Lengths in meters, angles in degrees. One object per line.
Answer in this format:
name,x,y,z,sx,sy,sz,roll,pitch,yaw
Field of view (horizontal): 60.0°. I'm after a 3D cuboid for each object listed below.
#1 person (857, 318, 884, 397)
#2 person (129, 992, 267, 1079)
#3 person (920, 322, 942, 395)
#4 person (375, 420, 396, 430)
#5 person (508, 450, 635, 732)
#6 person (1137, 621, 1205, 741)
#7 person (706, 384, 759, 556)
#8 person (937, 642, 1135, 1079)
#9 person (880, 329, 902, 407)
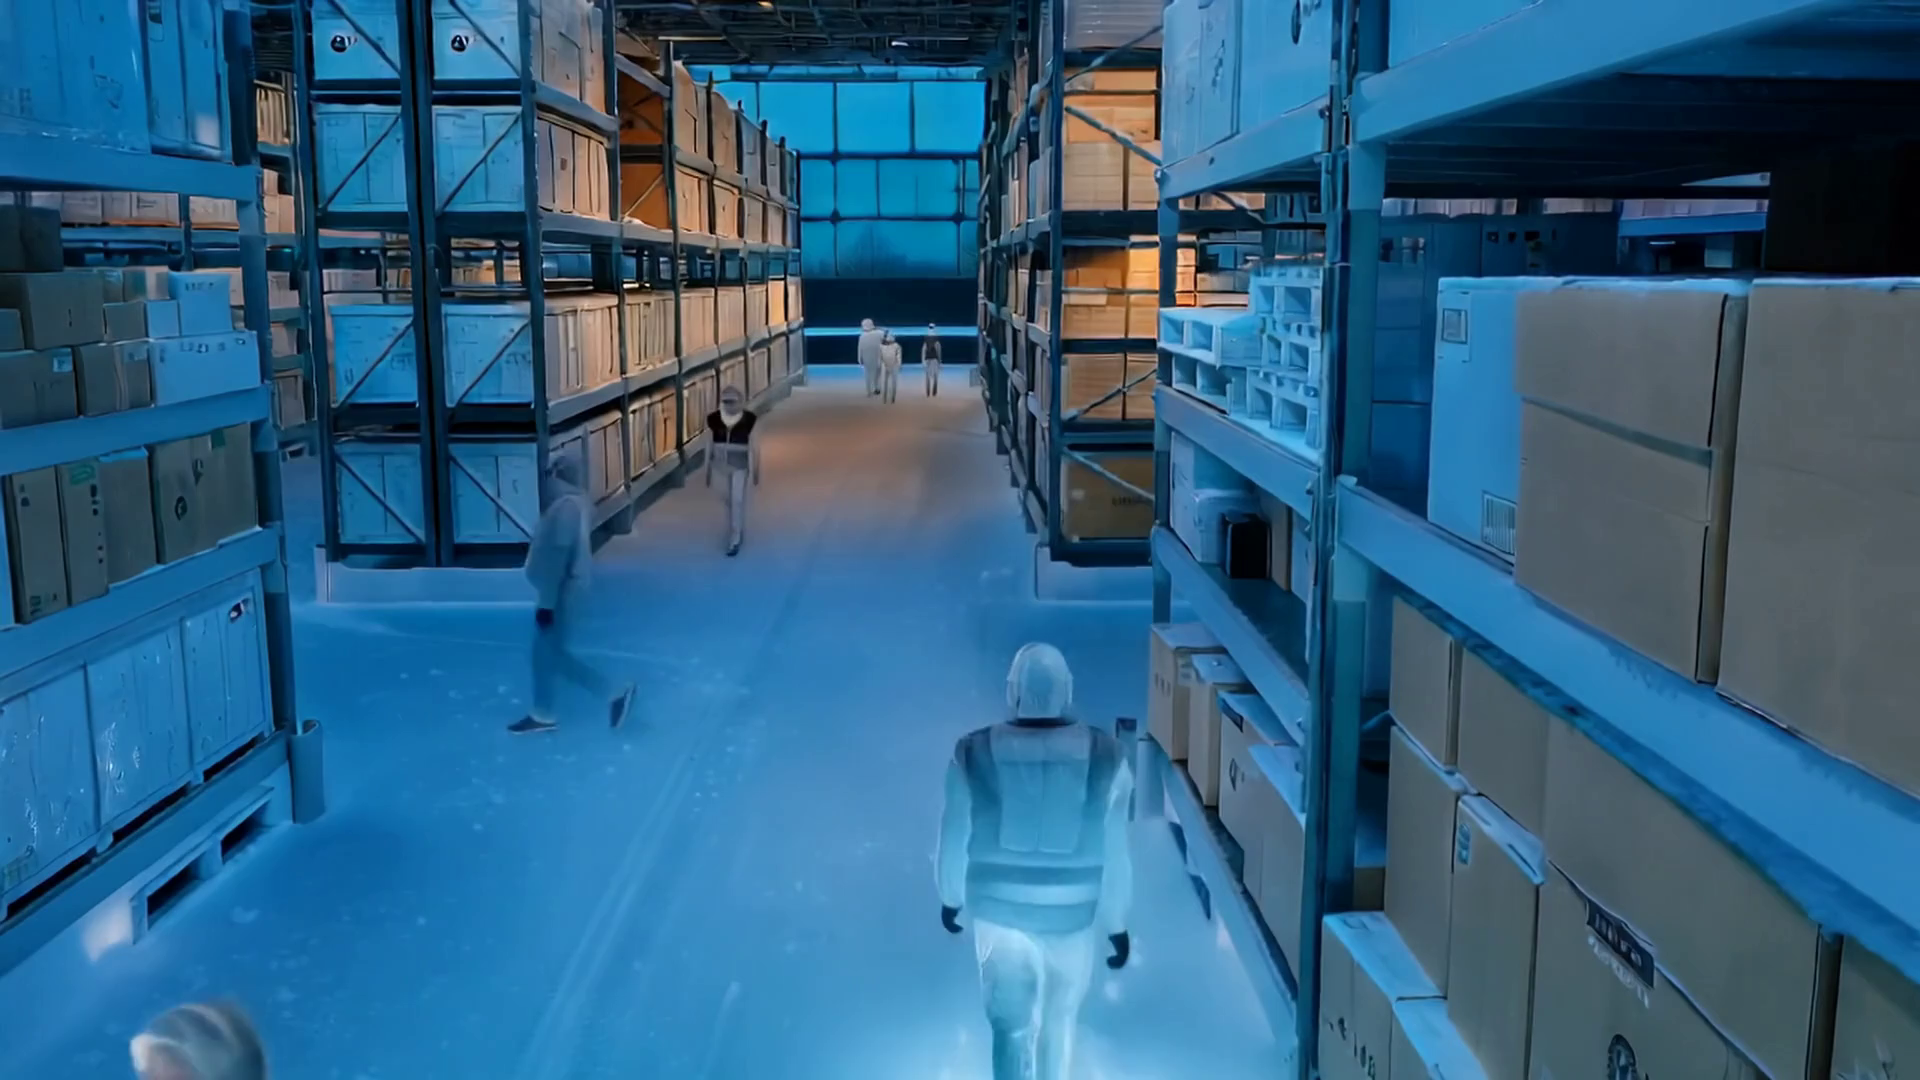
person,-2.122,-4.324,39.450,0.665,1.874,0.402,2,10,14
person,-1.472,1.698,3.306,0.517,1.623,0.496,2,9,9
person,-0.698,-4.338,39.926,0.531,1.753,0.410,0,9,3
person,-7.785,-1.409,22.358,0.571,1.608,0.528,0,9,2
person,-2.565,0.349,10.812,0.773,1.871,0.668,-2,9,-9
person,1.546,0.416,9.978,0.915,2.013,0.608,0,9,1
person,-2.430,-0.784,17.898,0.572,1.817,0.863,1,9,9
person,0.249,1.228,5.674,0.649,1.786,0.999,-1,9,-3
person,-1.516,-3.773,36.596,0.496,1.702,0.887,-1,9,-5
